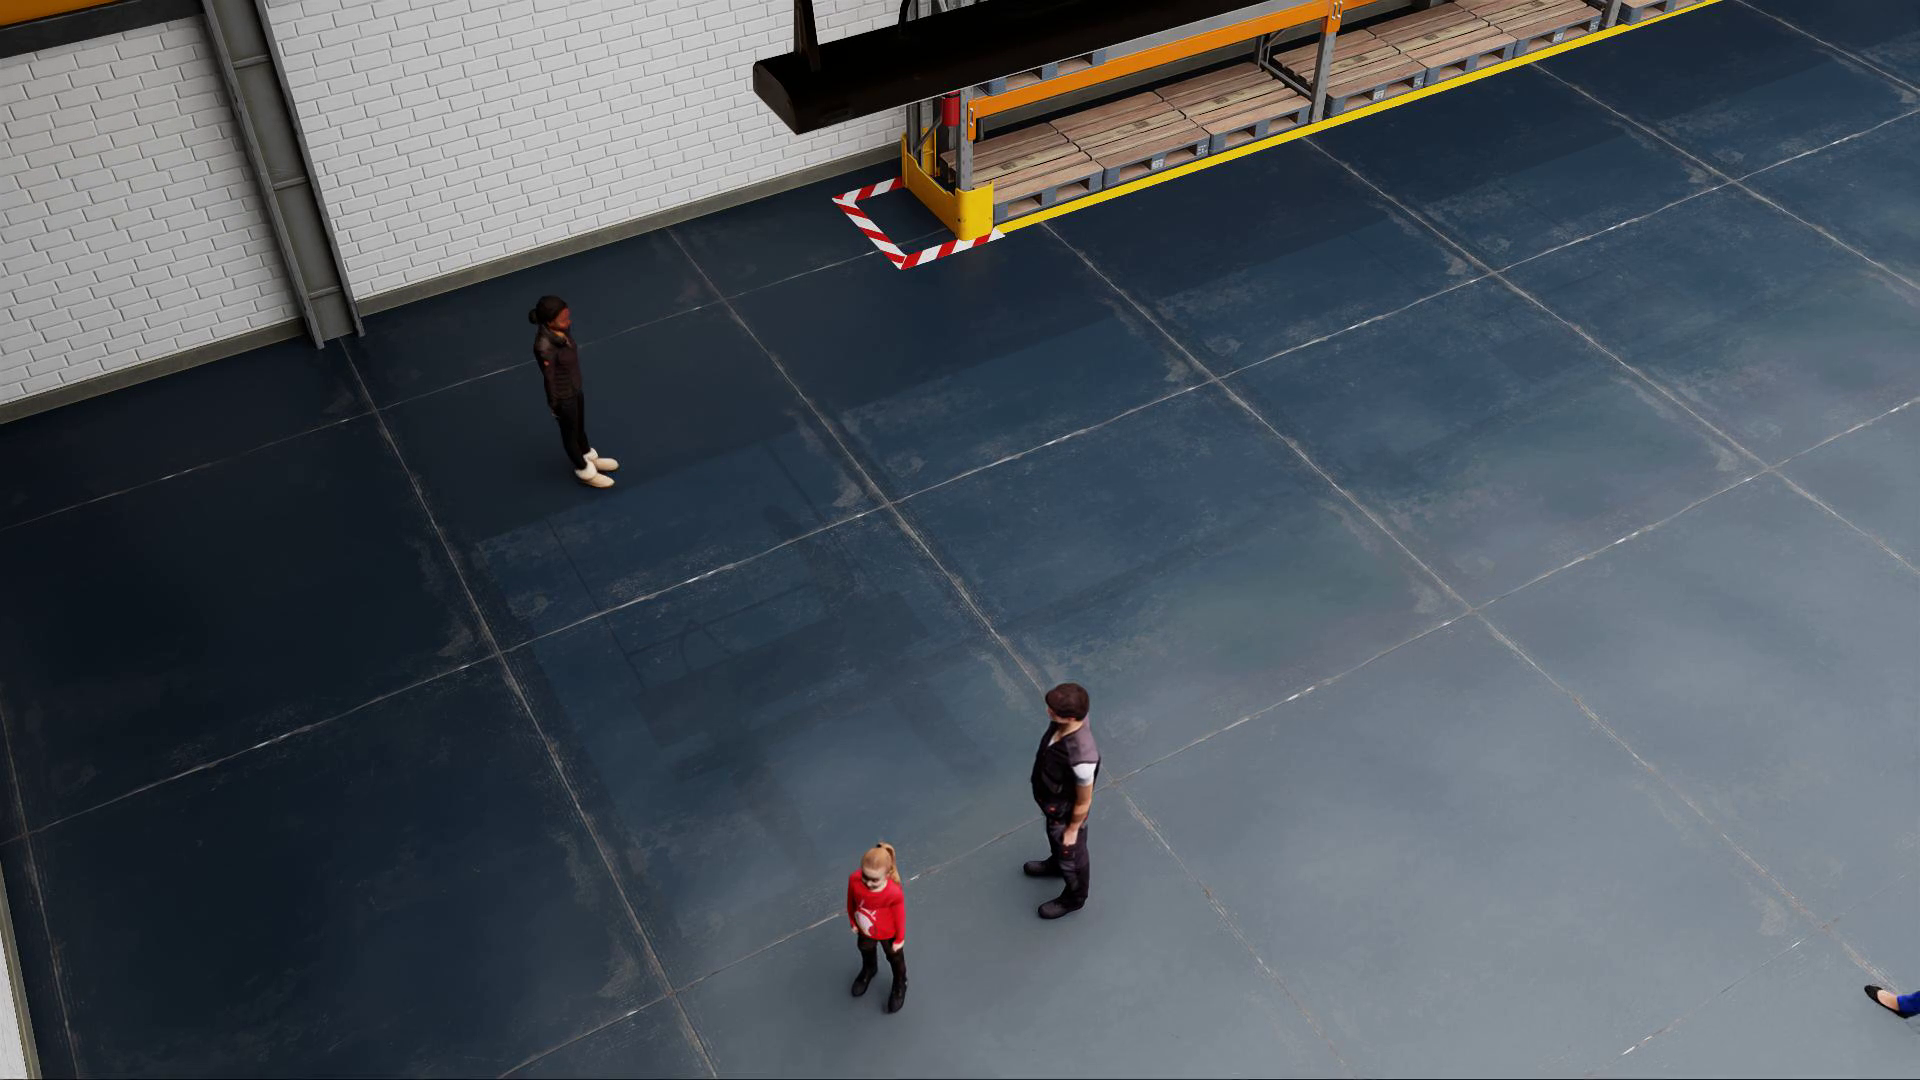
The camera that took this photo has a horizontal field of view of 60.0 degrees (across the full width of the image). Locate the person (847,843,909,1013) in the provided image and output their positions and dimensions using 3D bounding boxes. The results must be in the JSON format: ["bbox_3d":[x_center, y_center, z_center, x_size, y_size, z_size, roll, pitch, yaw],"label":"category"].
[{"bbox_3d":[-0.436,2.071,8.973,0.569,1.280,0.613,17,46,17],"label":"person"}]

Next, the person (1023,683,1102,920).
[{"bbox_3d":[0.601,1.419,9.246,0.688,1.846,0.722,-7,44,-7],"label":"person"}]

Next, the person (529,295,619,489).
[{"bbox_3d":[-2.839,-1.065,11.988,0.758,1.661,0.697,-6,44,-6],"label":"person"}]
